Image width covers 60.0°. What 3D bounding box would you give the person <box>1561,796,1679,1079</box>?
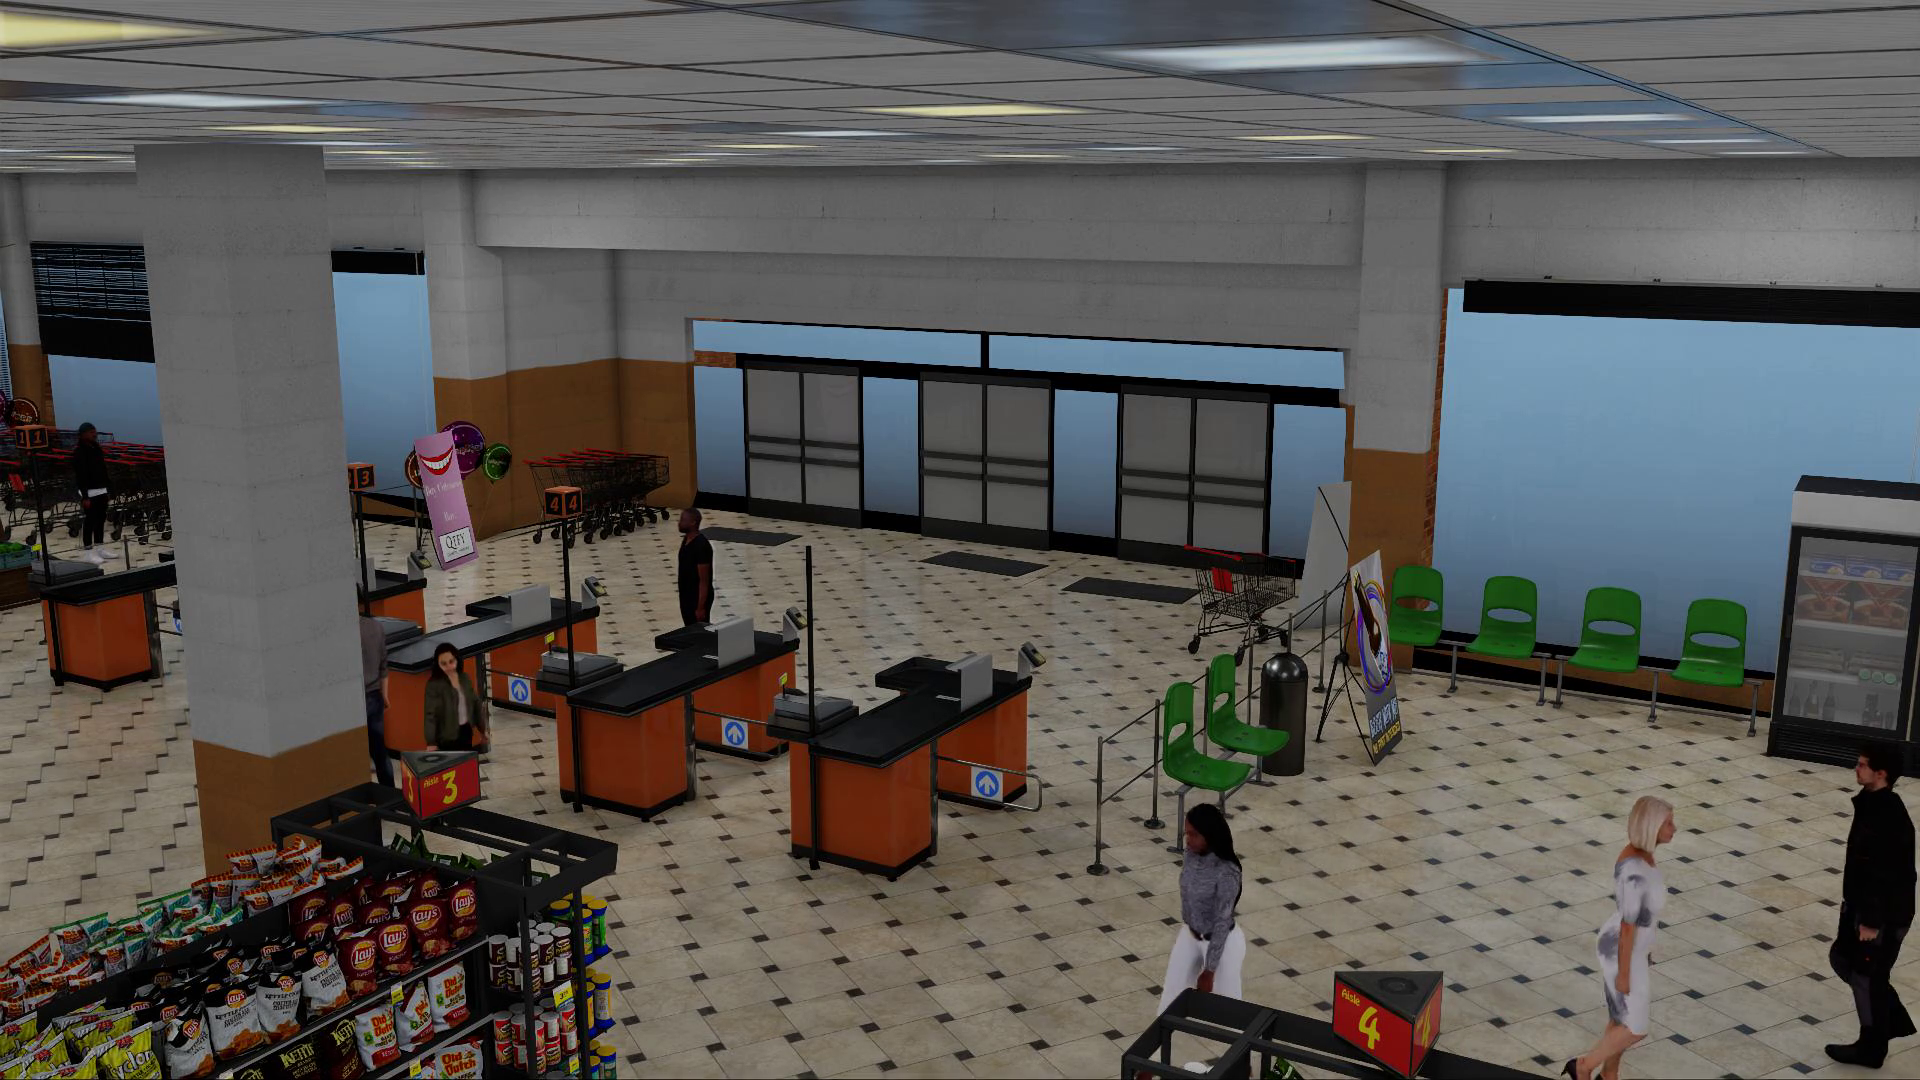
[{"bbox_3d":[3.361,2.135,8.600,0.708,1.735,0.654,4,13,19],"label":"person"}]

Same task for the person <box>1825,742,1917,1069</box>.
[{"bbox_3d":[5.078,2.002,9.023,0.889,1.821,0.740,3,12,15],"label":"person"}]

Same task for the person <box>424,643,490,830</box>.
[{"bbox_3d":[-3.848,1.460,12.452,0.679,1.468,0.504,5,13,22],"label":"person"}]

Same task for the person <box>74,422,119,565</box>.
[{"bbox_3d":[-11.208,-0.622,21.494,0.813,1.817,0.665,1,12,5],"label":"person"}]

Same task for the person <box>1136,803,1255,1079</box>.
[{"bbox_3d":[1.377,2.154,8.658,1.202,1.674,1.023,-5,13,-23],"label":"person"}]

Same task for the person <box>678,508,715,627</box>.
[{"bbox_3d":[-2.497,0.585,15.758,0.743,1.819,0.742,-6,13,-28],"label":"person"}]
